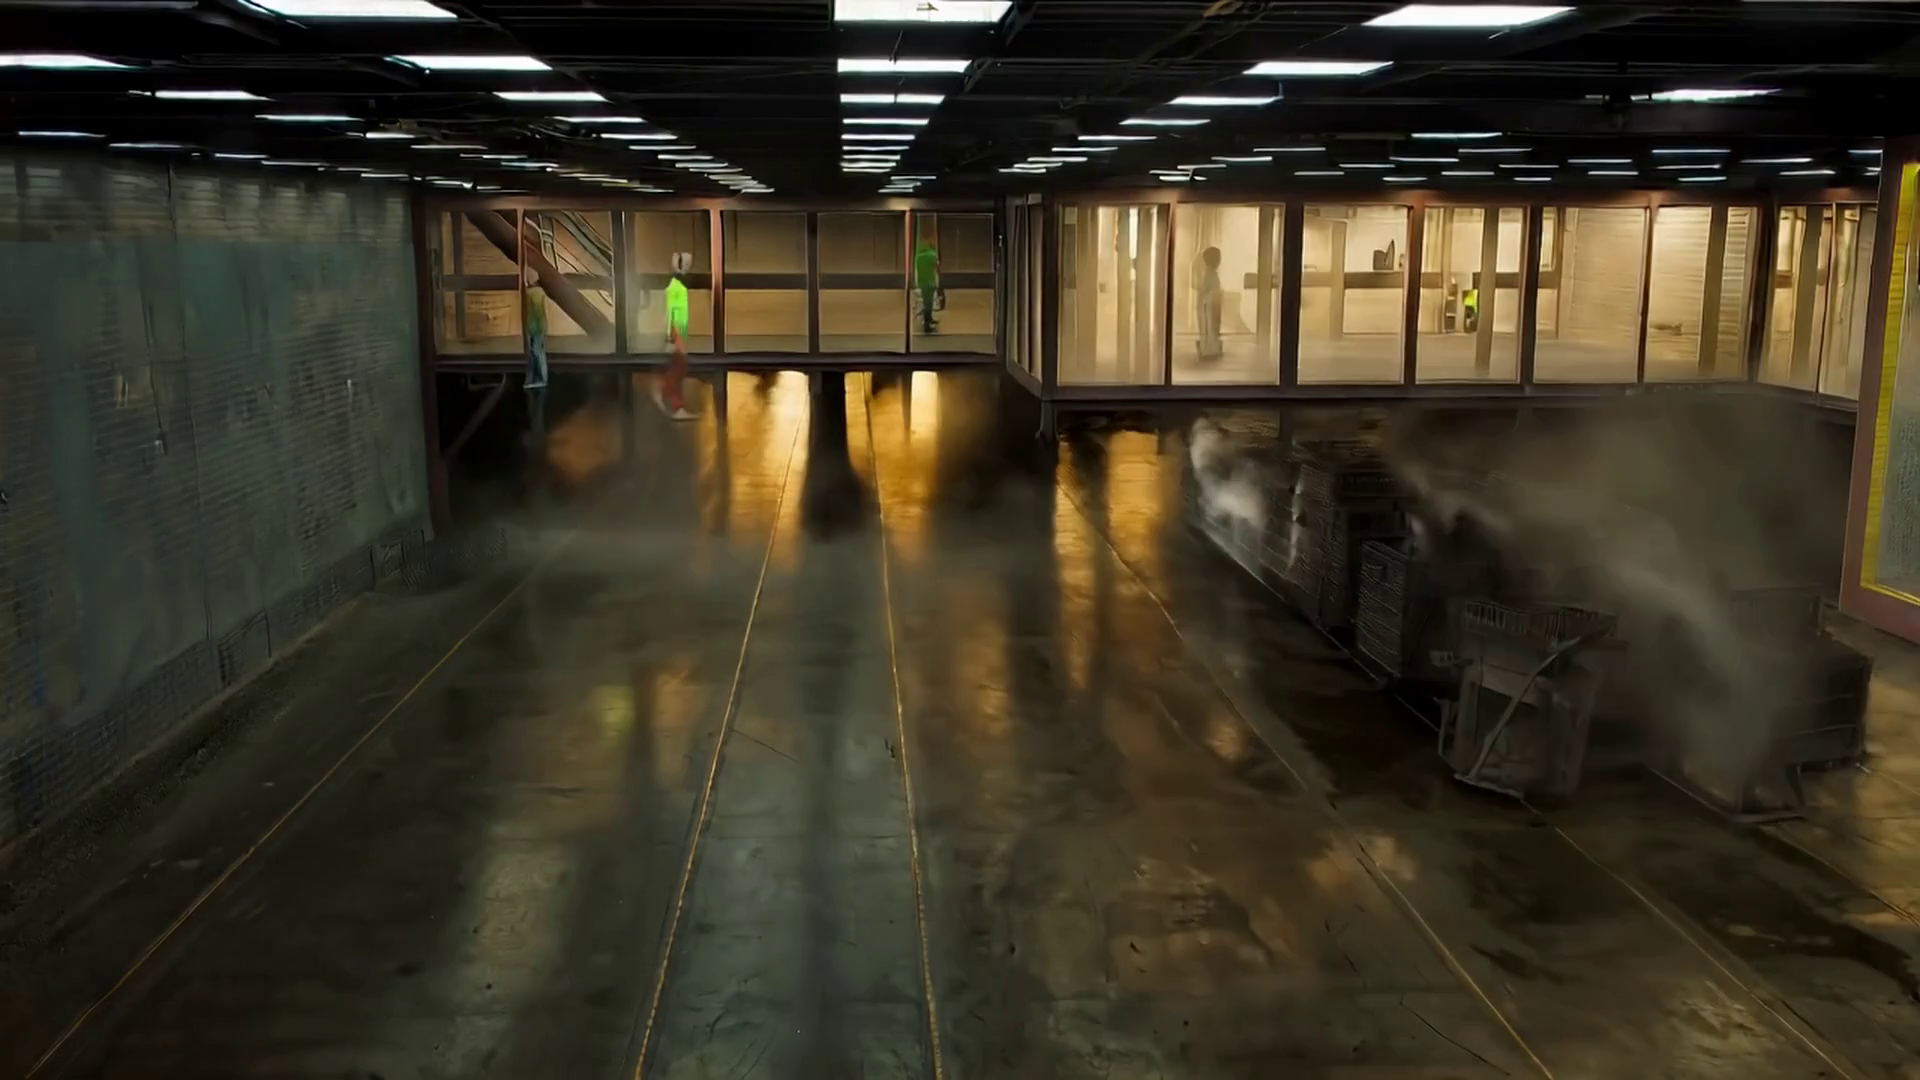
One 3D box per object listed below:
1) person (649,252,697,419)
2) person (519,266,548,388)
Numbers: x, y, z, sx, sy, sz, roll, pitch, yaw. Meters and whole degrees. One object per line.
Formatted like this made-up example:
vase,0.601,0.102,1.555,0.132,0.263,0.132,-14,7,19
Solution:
person,-3.193,-2.271,18.559,0.474,1.859,0.564,-1,11,-5
person,-5.694,-2.844,22.284,0.322,1.624,0.577,-9,14,-41
